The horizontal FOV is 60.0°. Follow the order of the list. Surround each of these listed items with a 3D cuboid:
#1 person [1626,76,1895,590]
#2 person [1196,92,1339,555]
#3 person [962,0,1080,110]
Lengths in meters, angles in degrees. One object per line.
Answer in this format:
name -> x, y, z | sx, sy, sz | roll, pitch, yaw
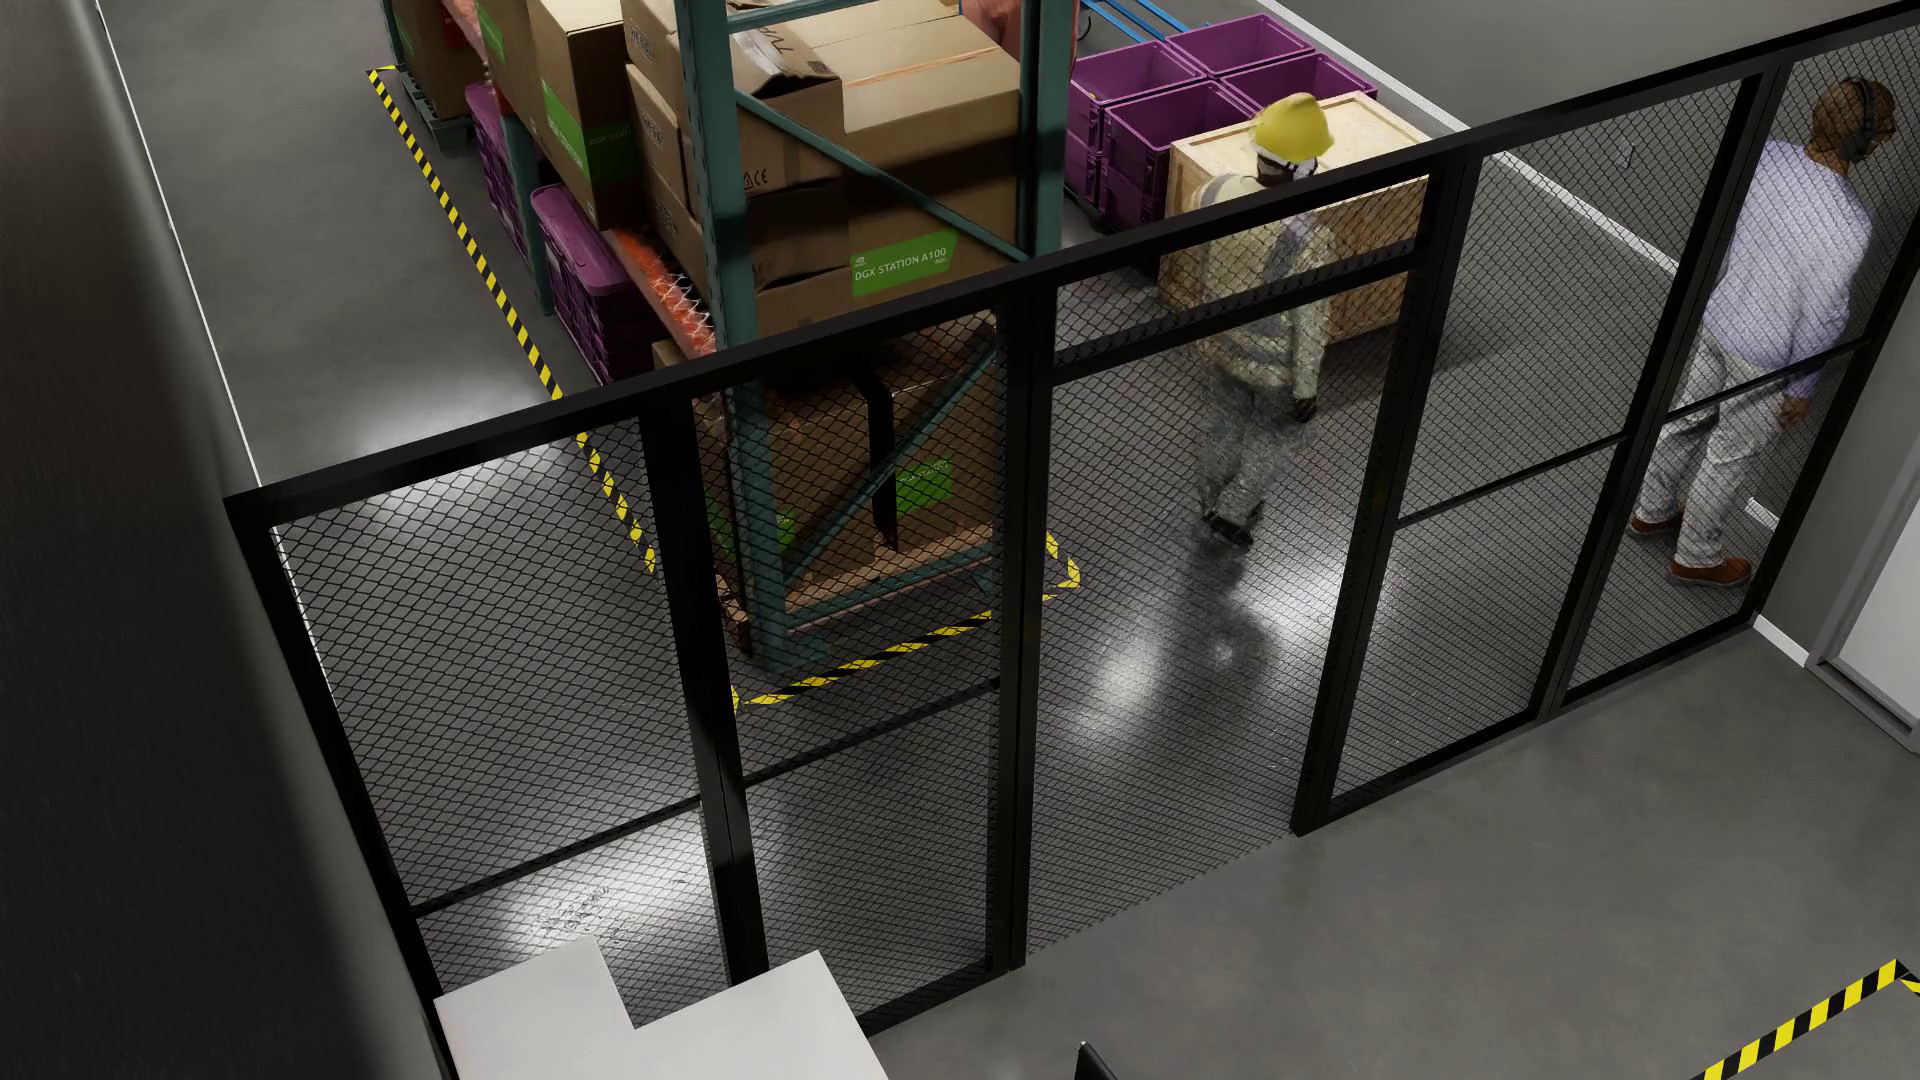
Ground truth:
person -> 2.726, -0.675, 5.683 | 0.370, 1.940, 0.627 | -8, 43, -8
person -> 1.046, -0.695, 5.792 | 0.421, 1.818, 0.619 | -26, 49, -26
person -> 0.224, -1.815, 6.890 | 0.622, 1.993, 0.384 | -32, 51, -30
